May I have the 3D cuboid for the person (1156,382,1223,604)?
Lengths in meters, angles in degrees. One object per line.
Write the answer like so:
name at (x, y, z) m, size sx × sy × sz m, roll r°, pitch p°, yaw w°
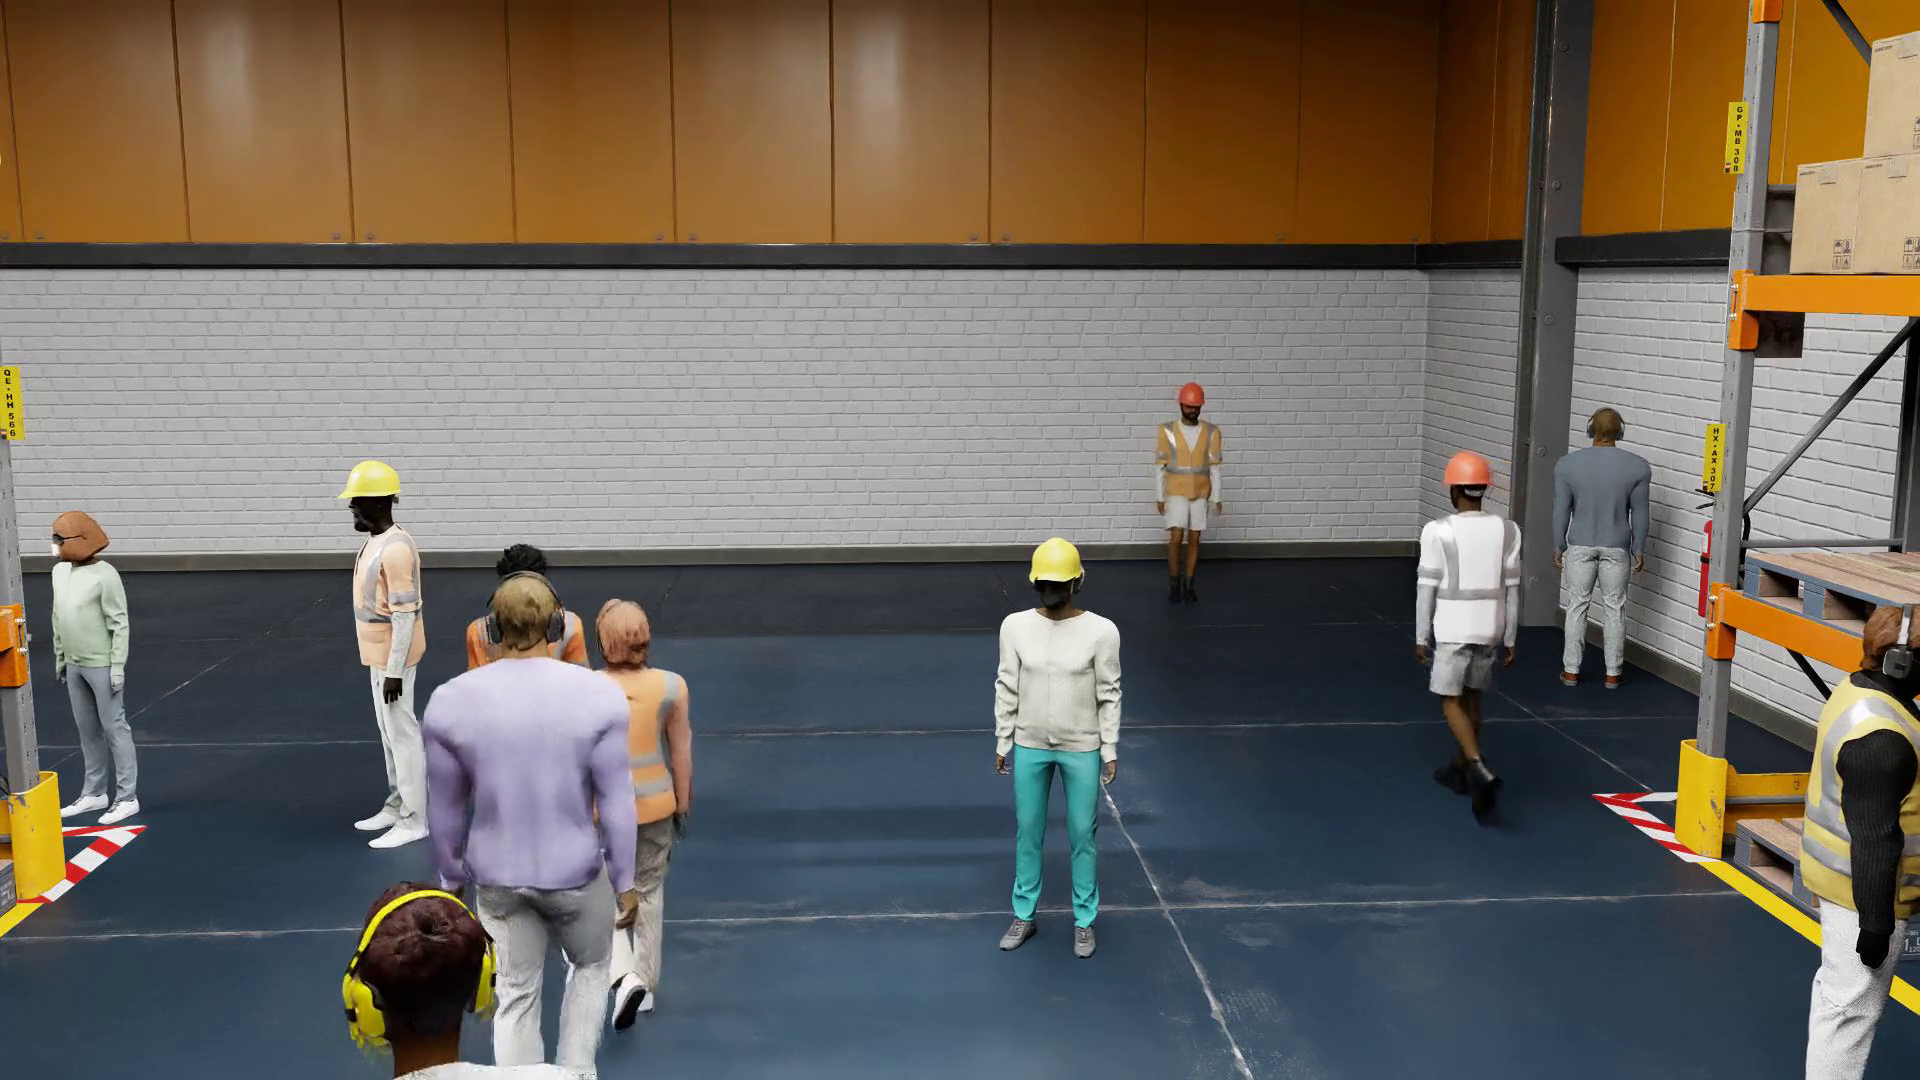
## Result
person at (1.976, -0.393, 14.297) m, size 0.555 × 1.916 × 0.602 m, roll 0°, pitch 9°, yaw -2°

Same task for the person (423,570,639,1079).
person at (-1.335, 1.047, 5.240) m, size 0.652 × 1.921 × 0.451 m, roll -1°, pitch 9°, yaw -5°

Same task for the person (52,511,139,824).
person at (-4.506, 0.656, 8.617) m, size 0.503 × 1.631 × 0.283 m, roll 5°, pitch 10°, yaw 27°

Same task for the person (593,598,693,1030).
person at (-1.231, 1.039, 6.217) m, size 0.524 × 1.628 × 0.492 m, roll -4°, pitch 10°, yaw -25°

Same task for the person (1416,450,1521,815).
person at (2.718, 0.493, 8.806) m, size 0.551 × 1.913 × 0.830 m, roll -1°, pitch 9°, yaw -7°

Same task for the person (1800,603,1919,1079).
person at (2.877, 1.098, 5.233) m, size 0.431 × 1.836 × 0.619 m, roll 4°, pitch 10°, yaw 25°

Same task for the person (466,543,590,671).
person at (-1.912, 0.837, 7.406) m, size 0.551 × 1.673 × 0.747 m, roll -3°, pitch 10°, yaw -19°

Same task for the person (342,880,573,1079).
person at (-0.904, 1.467, 2.828) m, size 0.565 × 1.849 × 0.603 m, roll -6°, pitch 11°, yaw -32°

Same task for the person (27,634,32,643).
person at (-7.196, 0.052, 11.822) m, size 0.974 × 1.816 × 0.560 m, roll -8°, pitch 12°, yaw -40°

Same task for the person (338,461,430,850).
person at (-2.855, 0.563, 8.277) m, size 0.366 × 1.927 × 0.585 m, roll -5°, pitch 10°, yaw -29°

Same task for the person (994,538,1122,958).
person at (0.398, 0.862, 6.912) m, size 0.535 × 1.766 × 0.318 m, roll 3°, pitch 9°, yaw 15°

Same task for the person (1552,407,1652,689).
person at (4.388, 0.056, 11.428) m, size 0.630 × 1.940 × 0.371 m, roll 3°, pitch 10°, yaw 20°
